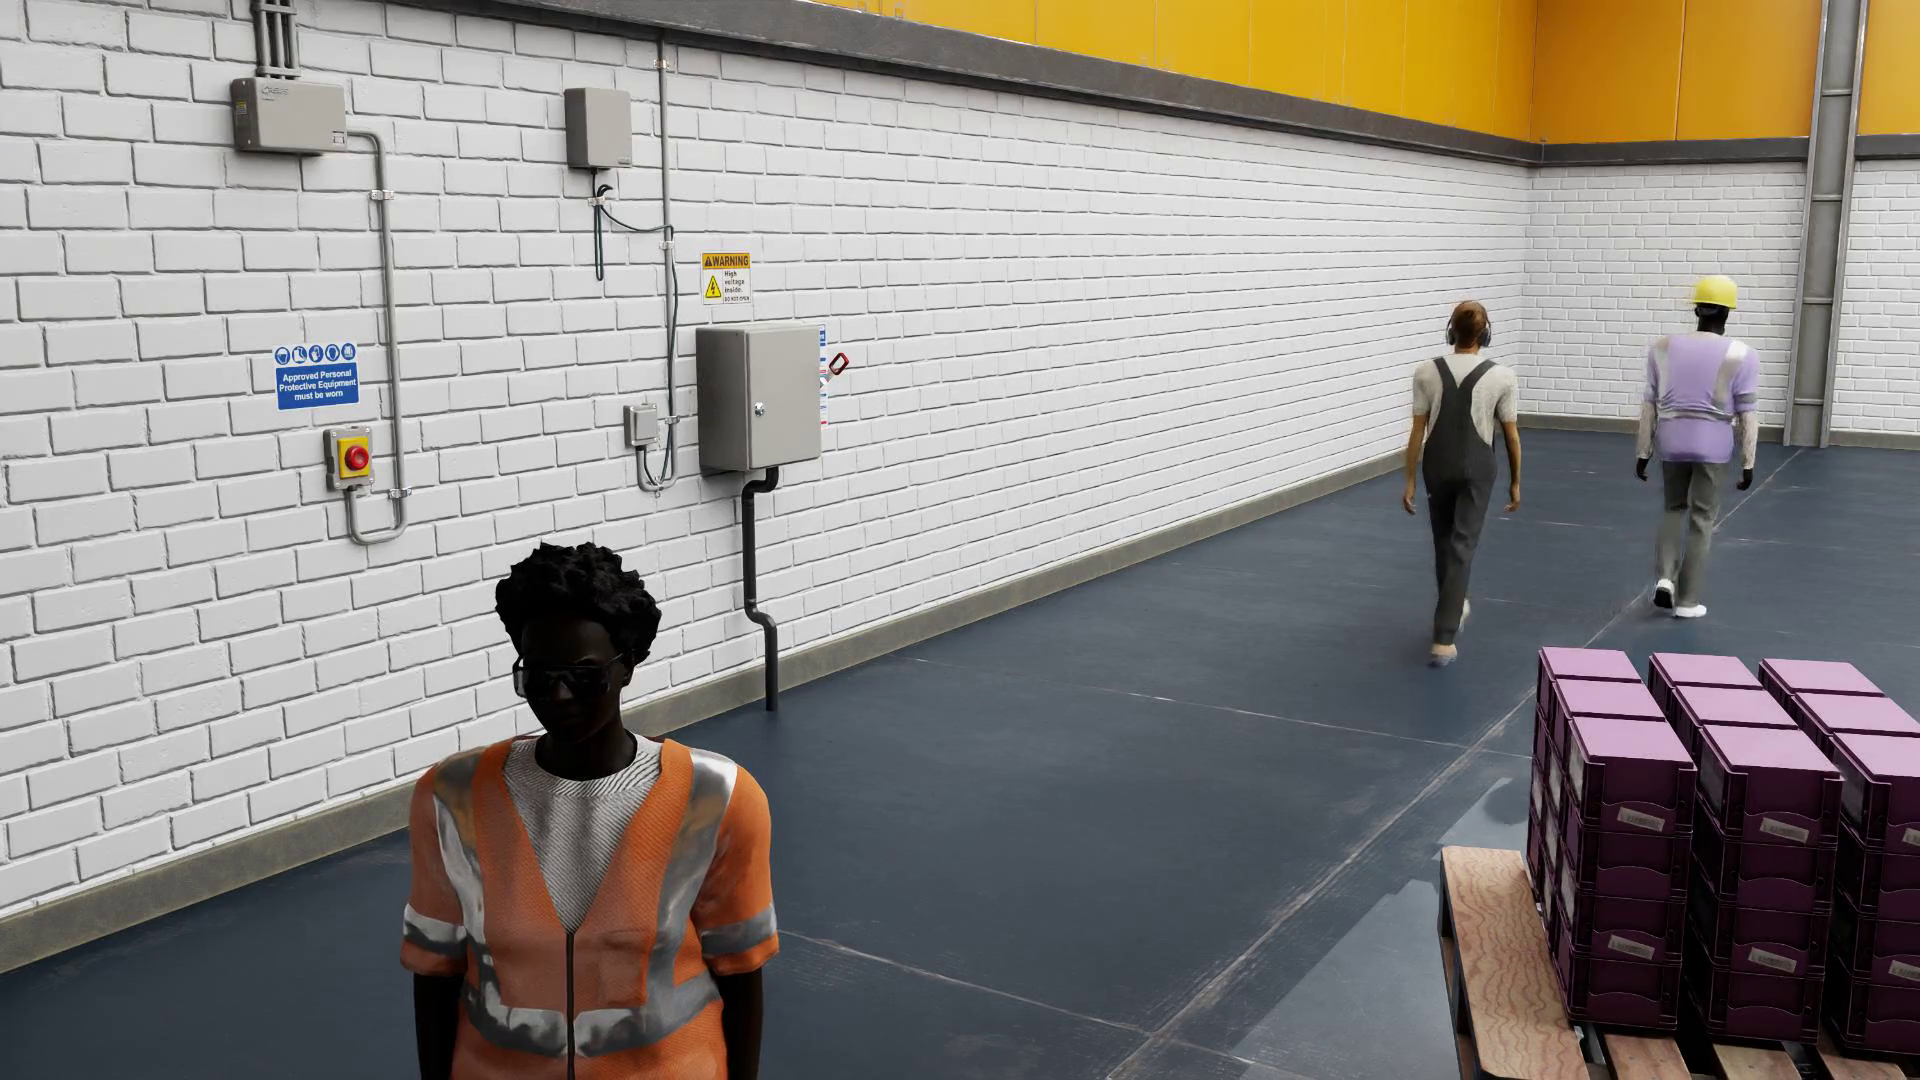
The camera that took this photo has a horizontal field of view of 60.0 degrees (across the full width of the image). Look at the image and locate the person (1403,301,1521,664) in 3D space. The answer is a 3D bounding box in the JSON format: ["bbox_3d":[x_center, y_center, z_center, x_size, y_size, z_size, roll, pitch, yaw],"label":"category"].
[{"bbox_3d":[2.578,-0.313,8.493,0.533,1.788,0.986,5,12,27],"label":"person"}]

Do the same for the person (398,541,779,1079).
[{"bbox_3d":[-0.524,0.837,2.387,0.533,1.697,0.318,-1,10,-3],"label":"person"}]

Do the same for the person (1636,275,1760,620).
[{"bbox_3d":[4.094,-0.505,9.224,0.618,1.909,0.424,9,14,42],"label":"person"}]
